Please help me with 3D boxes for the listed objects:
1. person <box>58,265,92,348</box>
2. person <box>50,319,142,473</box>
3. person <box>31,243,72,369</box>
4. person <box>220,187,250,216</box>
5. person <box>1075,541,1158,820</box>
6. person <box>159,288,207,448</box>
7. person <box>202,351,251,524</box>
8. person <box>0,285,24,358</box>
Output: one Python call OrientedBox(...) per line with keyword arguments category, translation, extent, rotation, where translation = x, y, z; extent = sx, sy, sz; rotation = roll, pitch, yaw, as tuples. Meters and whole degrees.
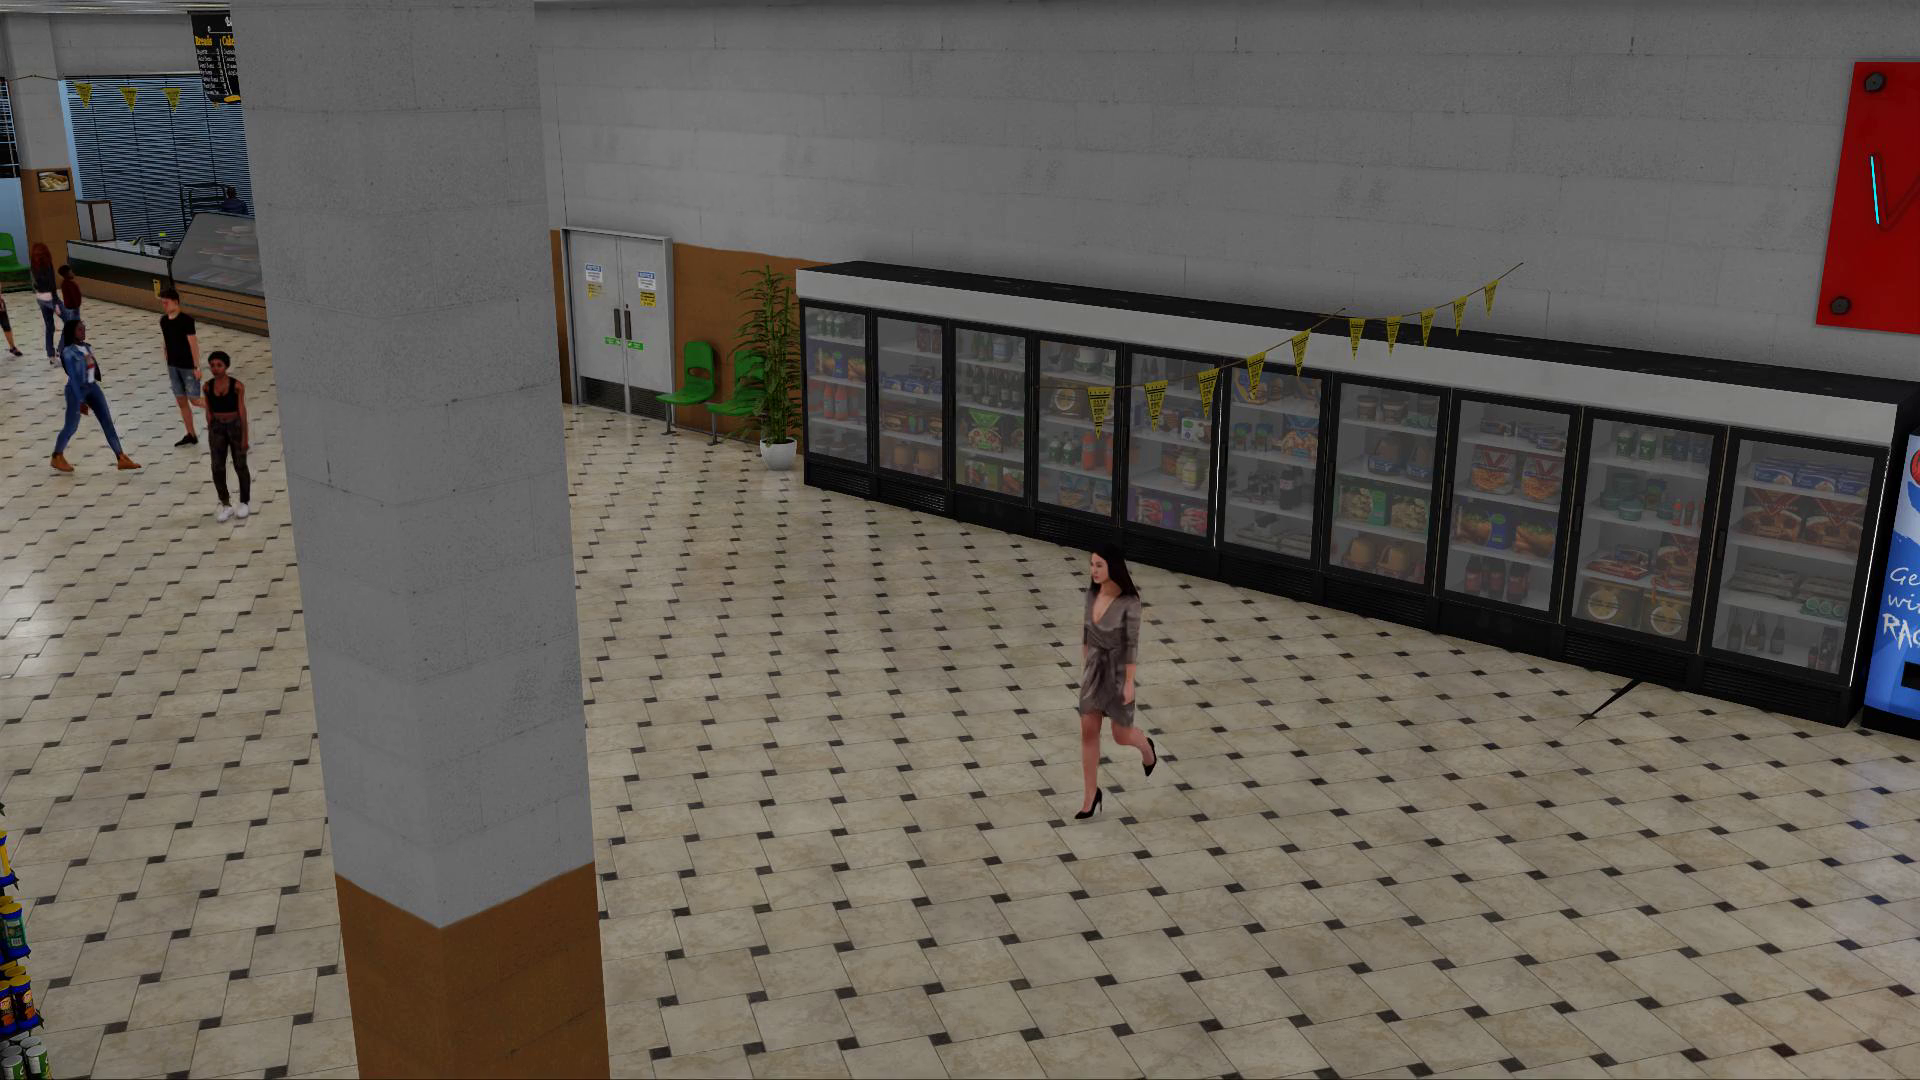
OrientedBox(category="person", translation=(-13.635, -3.580, 25.495), extent=(0.527, 1.253, 0.493), rotation=(16, 23, 42))
OrientedBox(category="person", translation=(-9.571, -1.510, 17.977), extent=(1.167, 1.659, 1.217), rotation=(1, 17, 4))
OrientedBox(category="person", translation=(-13.121, -3.349, 23.827), extent=(0.642, 1.780, 0.664), rotation=(9, 19, 28))
OrientedBox(category="person", translation=(-14.056, -5.946, 32.304), extent=(0.677, 1.824, 0.822), rotation=(-10, 19, -29))
OrientedBox(category="person", translation=(0.956, 0.845, 10.107), extent=(0.617, 1.727, 0.944), rotation=(15, 23, 41))
OrientedBox(category="person", translation=(-8.960, -2.023, 19.368), extent=(0.882, 1.834, 1.069), rotation=(5, 18, 16))
OrientedBox(category="person", translation=(-7.172, -1.000, 16.422), extent=(0.761, 1.588, 0.819), rotation=(-2, 17, -8))
OrientedBox(category="person", translation=(-14.191, -3.432, 24.242), extent=(0.874, 1.697, 0.639), rotation=(15, 22, 40))
